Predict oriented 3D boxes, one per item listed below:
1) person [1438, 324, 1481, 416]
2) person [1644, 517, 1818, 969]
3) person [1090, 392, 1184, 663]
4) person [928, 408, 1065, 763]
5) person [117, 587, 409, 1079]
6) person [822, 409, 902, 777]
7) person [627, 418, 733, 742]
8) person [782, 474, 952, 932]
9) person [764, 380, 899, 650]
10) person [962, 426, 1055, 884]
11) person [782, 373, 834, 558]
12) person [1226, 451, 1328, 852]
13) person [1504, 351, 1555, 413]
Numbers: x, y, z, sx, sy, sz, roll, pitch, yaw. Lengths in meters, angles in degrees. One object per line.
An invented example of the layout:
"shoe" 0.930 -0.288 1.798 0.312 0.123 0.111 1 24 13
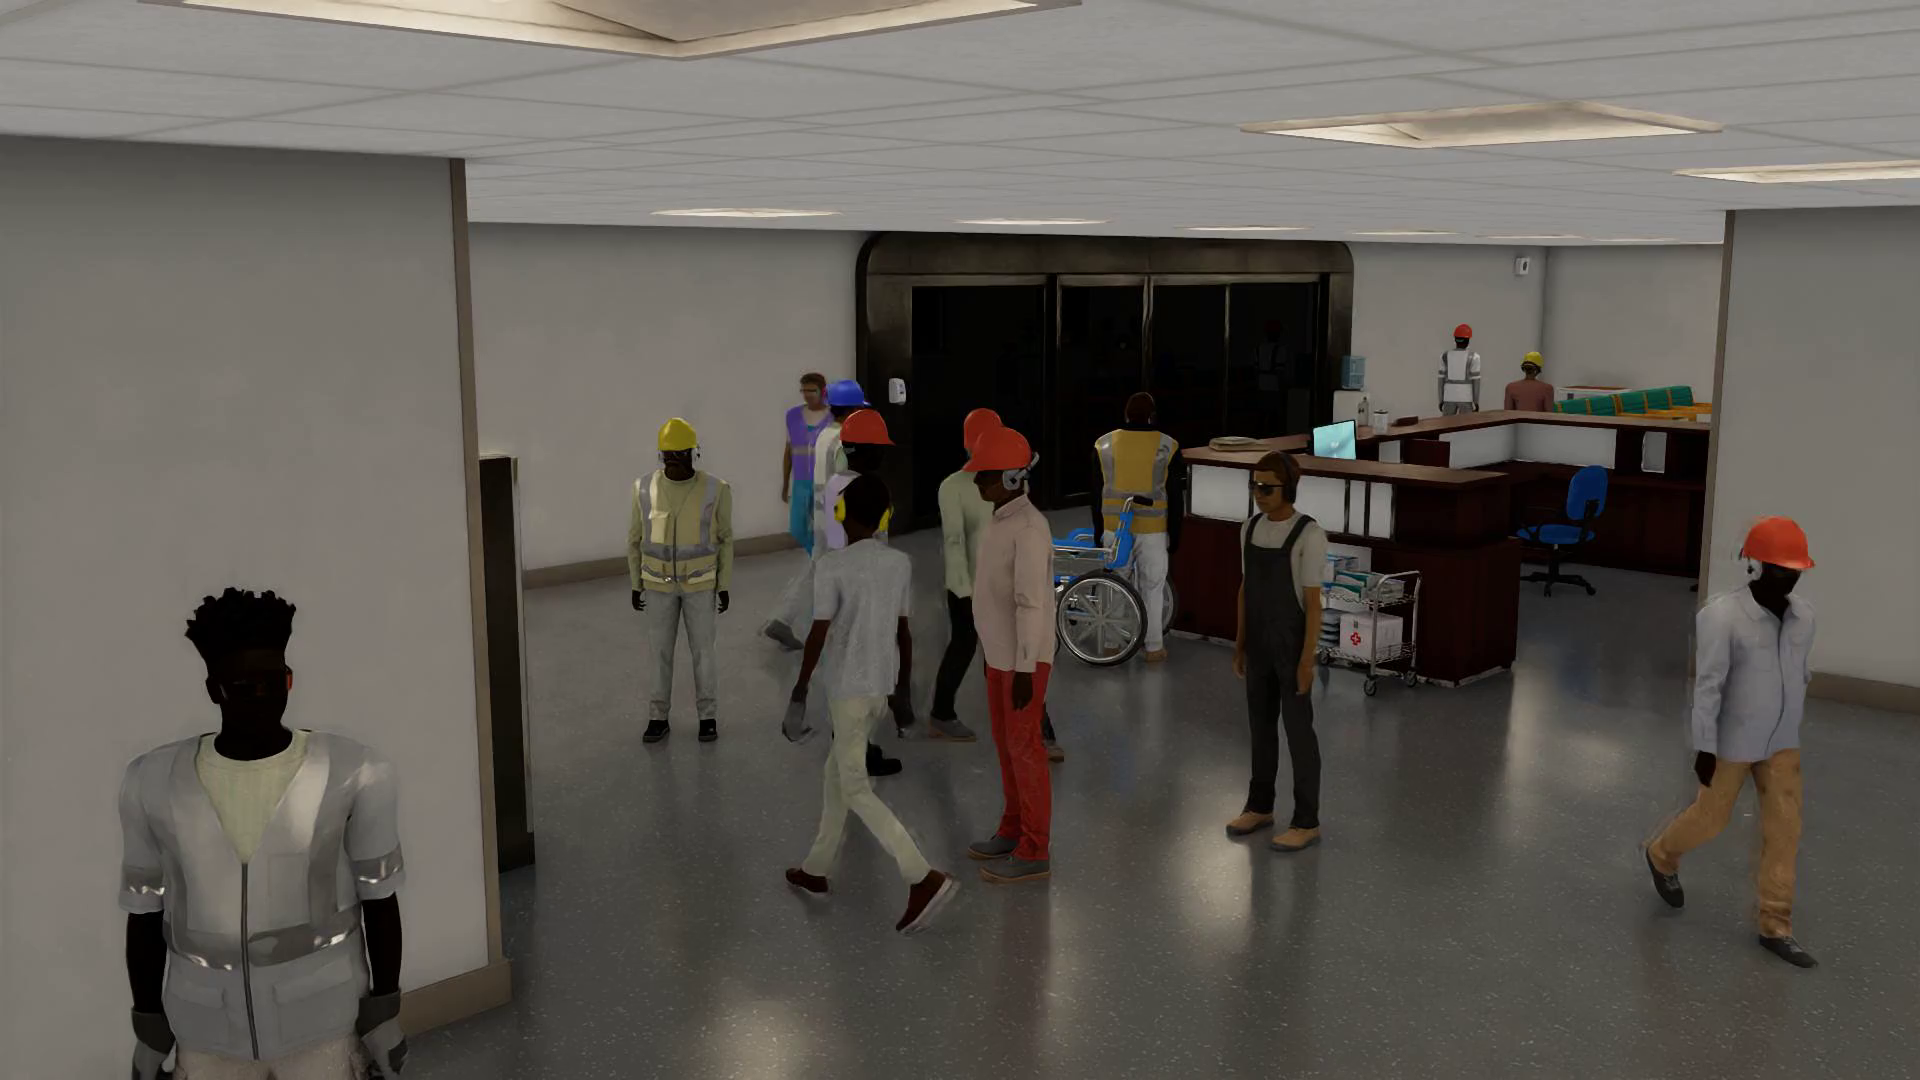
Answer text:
"person" 6.556 -1.861 21.834 0.551 1.936 0.357 6 11 33
"person" 3.073 0.739 6.578 0.559 1.723 0.801 -3 10 -15
"person" 1.193 -0.080 11.246 0.633 1.835 0.429 2 10 14
"person" 0.151 0.246 9.042 0.622 1.935 0.979 -6 11 -33
"person" -1.563 1.072 3.759 0.610 1.966 0.363 -2 9 -11
"person" -0.512 0.278 8.759 0.378 1.931 0.546 -5 10 -27
"person" -1.573 0.227 9.353 0.590 1.833 0.404 0 9 -1
"person" -0.388 0.644 6.839 0.894 1.818 0.608 8 12 39
"person" -0.888 -0.161 11.539 1.002 1.906 0.620 -4 10 -22
"person" 0.208 0.496 7.256 0.402 1.987 0.608 -3 10 -17
"person" -1.167 -0.466 13.654 0.579 1.826 0.628 3 10 18
"person" 1.461 0.504 7.659 0.345 1.838 0.502 -7 11 -35
"person" 6.184 -1.166 18.103 0.533 1.765 0.318 5 10 28
